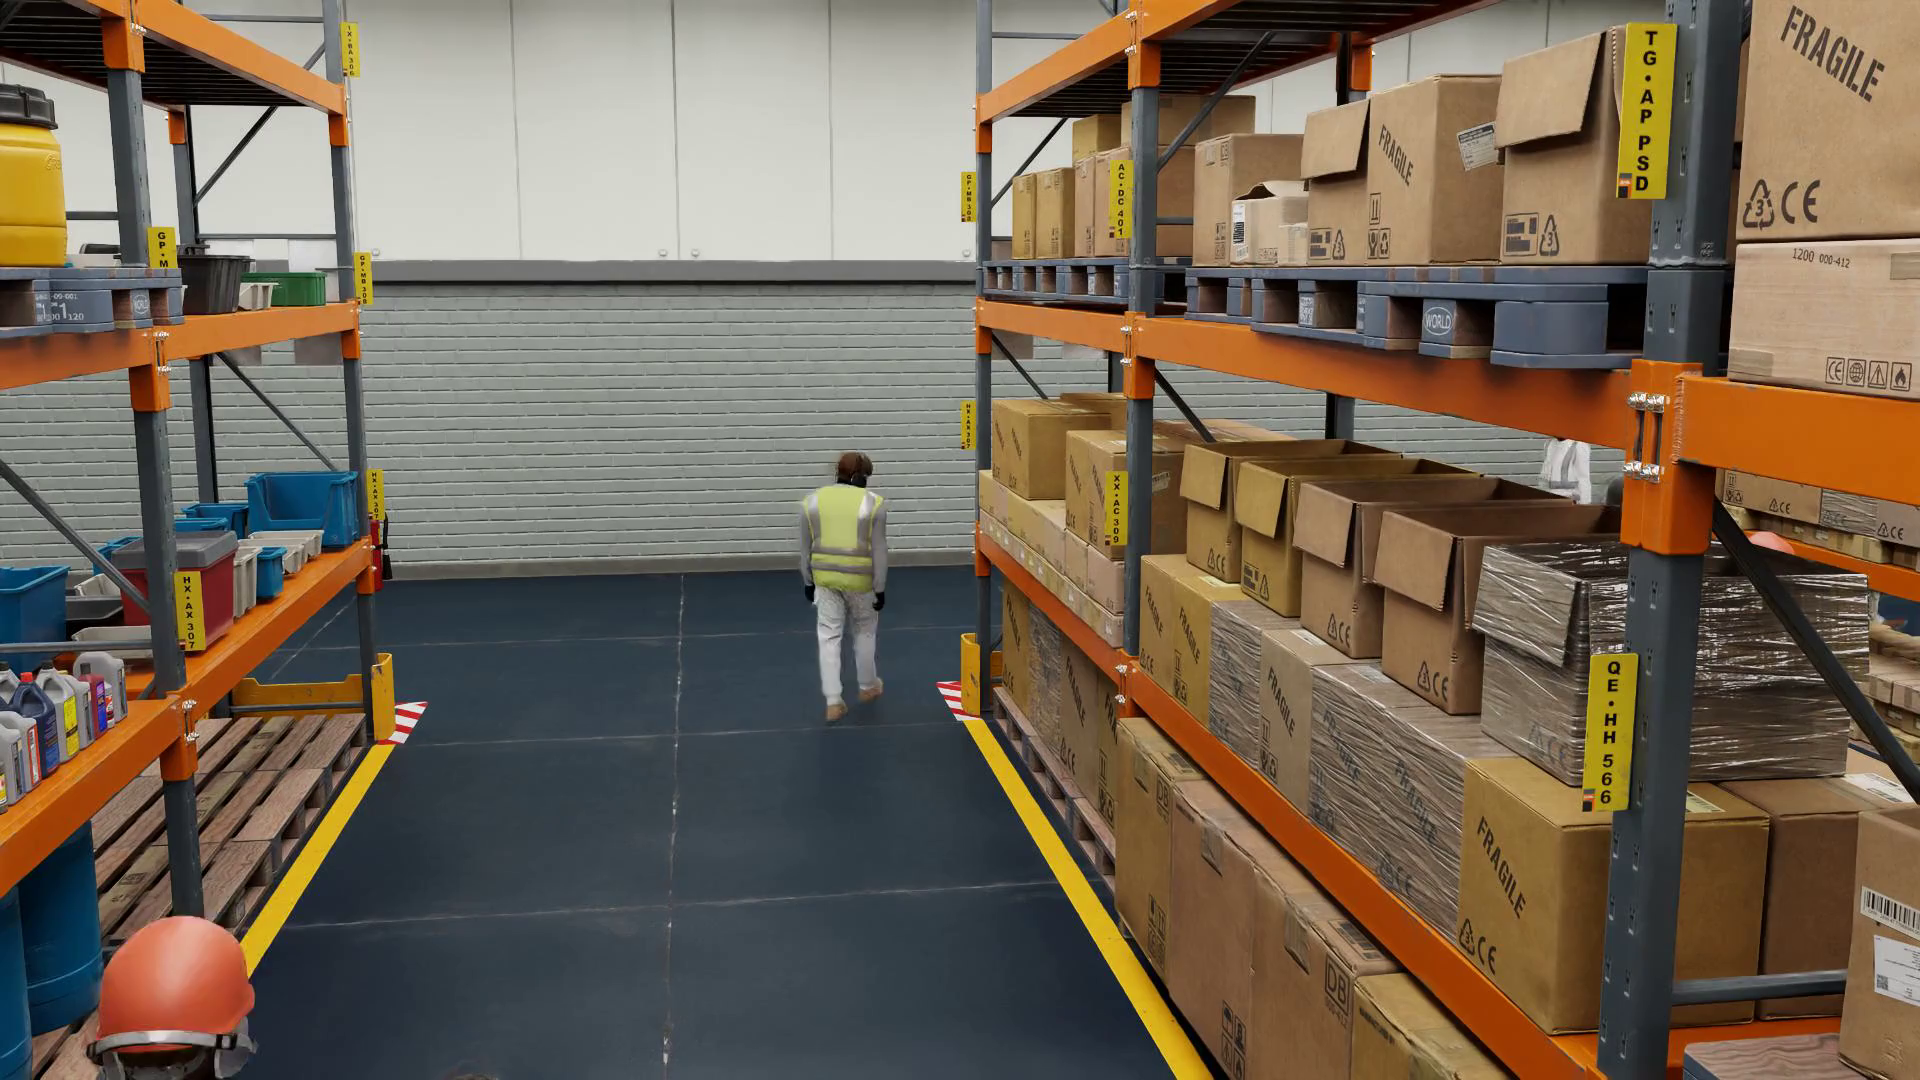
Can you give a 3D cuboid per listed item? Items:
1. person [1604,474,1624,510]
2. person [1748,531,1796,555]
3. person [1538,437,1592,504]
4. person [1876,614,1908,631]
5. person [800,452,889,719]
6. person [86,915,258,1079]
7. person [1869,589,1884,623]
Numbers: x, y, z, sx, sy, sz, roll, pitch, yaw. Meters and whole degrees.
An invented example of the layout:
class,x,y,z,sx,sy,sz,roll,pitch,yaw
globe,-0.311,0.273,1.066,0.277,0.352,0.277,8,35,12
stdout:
class,x,y,z,sx,sy,sz,roll,pitch,yaw
person,3.454,0.579,8.923,0.679,2.000,1.000,-2,9,-14
person,3.378,0.928,7.087,0.542,1.939,0.369,-2,9,-12
person,5.314,-0.261,14.636,0.359,1.873,0.738,-2,9,-10
person,7.148,-0.063,13.406,1.063,1.870,0.631,2,9,12
person,-0.764,0.286,11.488,0.655,1.787,0.876,2,9,13
person,-1.315,1.618,2.782,0.625,1.969,0.910,-1,9,-4
person,6.135,0.276,11.367,0.510,1.860,0.334,-5,10,-26
